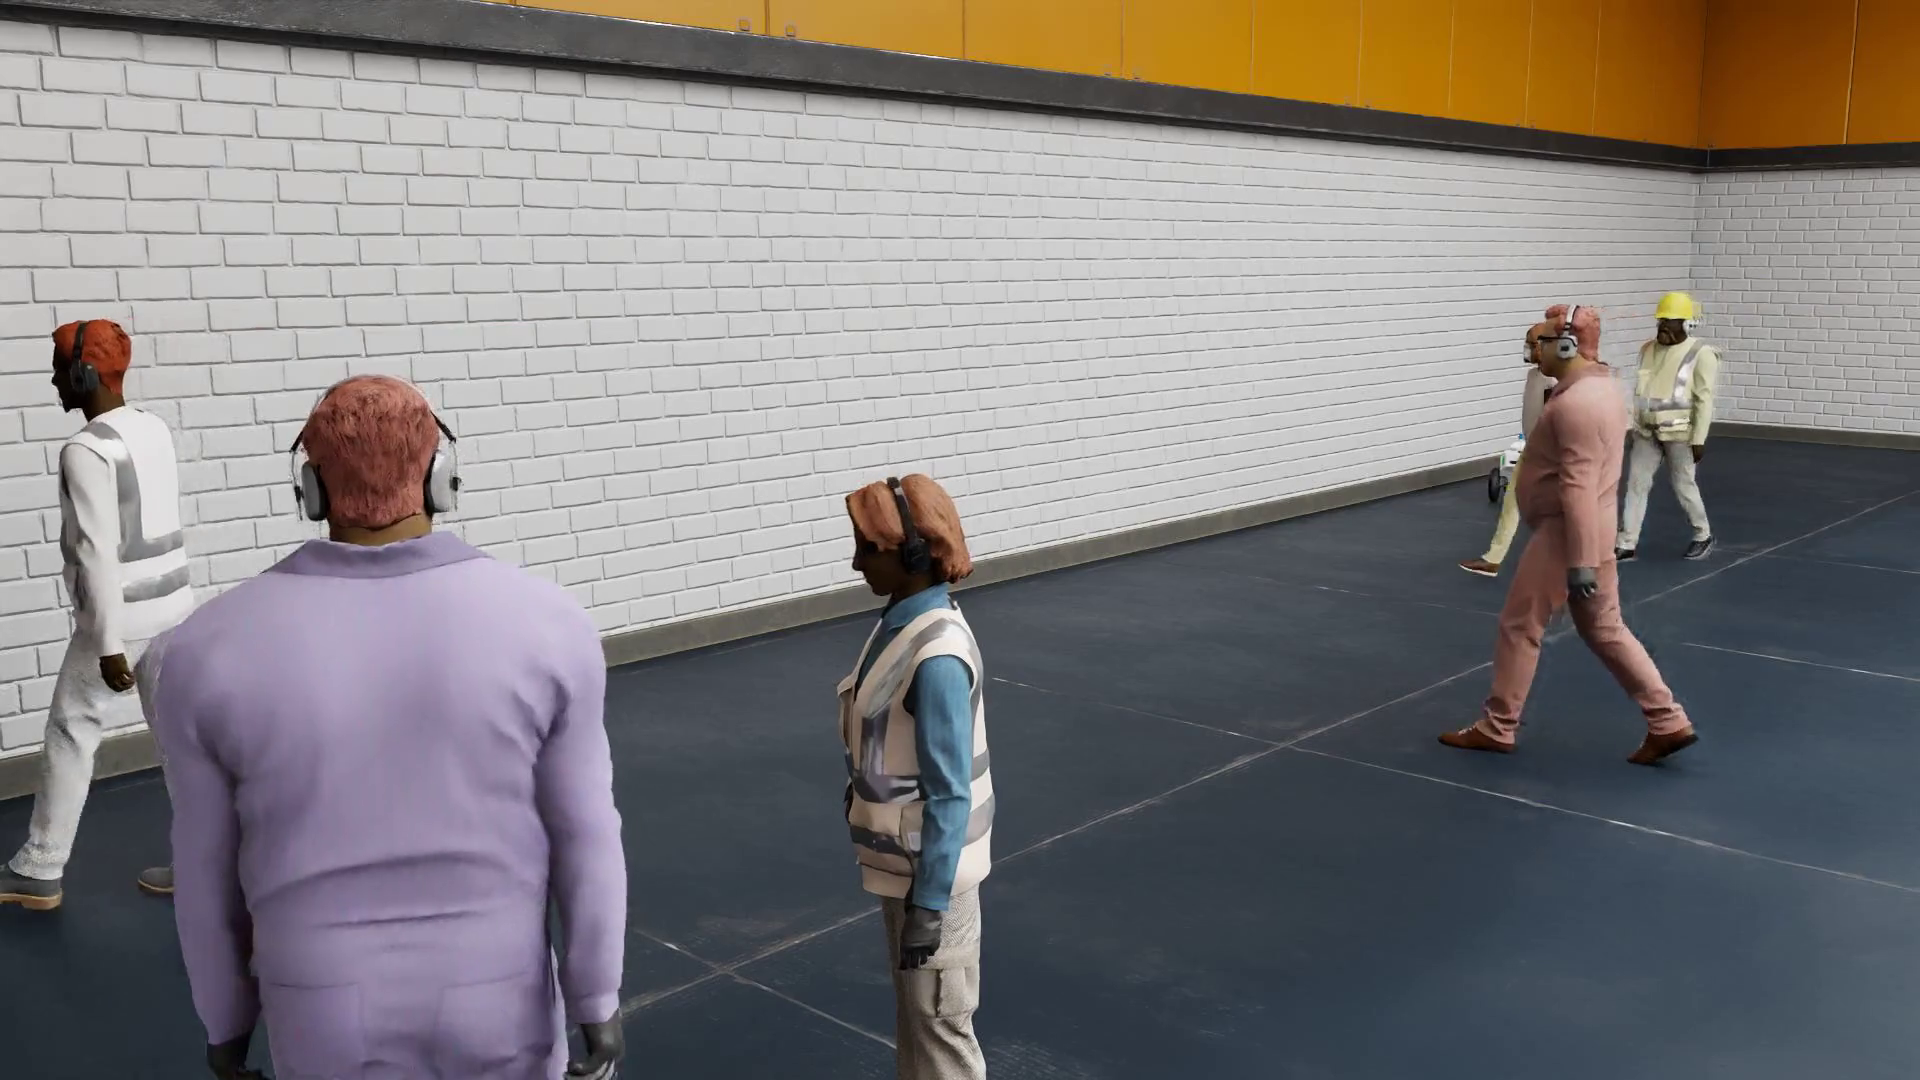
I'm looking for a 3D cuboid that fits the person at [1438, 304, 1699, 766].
[{"bbox_3d":[2.509,-0.011,6.665,0.962,1.867,0.656,6,12,30],"label":"person"}]

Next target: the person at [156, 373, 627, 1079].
[{"bbox_3d":[-0.866,0.684,2.620,0.662,1.887,0.427,-3,10,-16],"label":"person"}]

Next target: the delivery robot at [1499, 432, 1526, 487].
[{"bbox_3d":[4.661,-0.651,13.751,0.477,0.478,0.707,4,11,20],"label":"delivery robot"}]

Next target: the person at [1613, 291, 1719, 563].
[{"bbox_3d":[4.681,-0.739,10.981,0.830,1.802,0.608,-6,11,-29],"label":"person"}]

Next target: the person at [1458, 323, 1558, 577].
[{"bbox_3d":[3.487,-0.528,10.298,0.752,1.600,0.523,-1,10,-5],"label":"person"}]

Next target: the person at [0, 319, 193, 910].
[{"bbox_3d":[-2.736,0.242,5.239,0.739,1.860,0.589,0,10,3],"label":"person"}]

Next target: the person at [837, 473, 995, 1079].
[{"bbox_3d":[-0.086,0.674,3.386,0.311,1.640,0.513,-2,10,-11],"label":"person"}]
